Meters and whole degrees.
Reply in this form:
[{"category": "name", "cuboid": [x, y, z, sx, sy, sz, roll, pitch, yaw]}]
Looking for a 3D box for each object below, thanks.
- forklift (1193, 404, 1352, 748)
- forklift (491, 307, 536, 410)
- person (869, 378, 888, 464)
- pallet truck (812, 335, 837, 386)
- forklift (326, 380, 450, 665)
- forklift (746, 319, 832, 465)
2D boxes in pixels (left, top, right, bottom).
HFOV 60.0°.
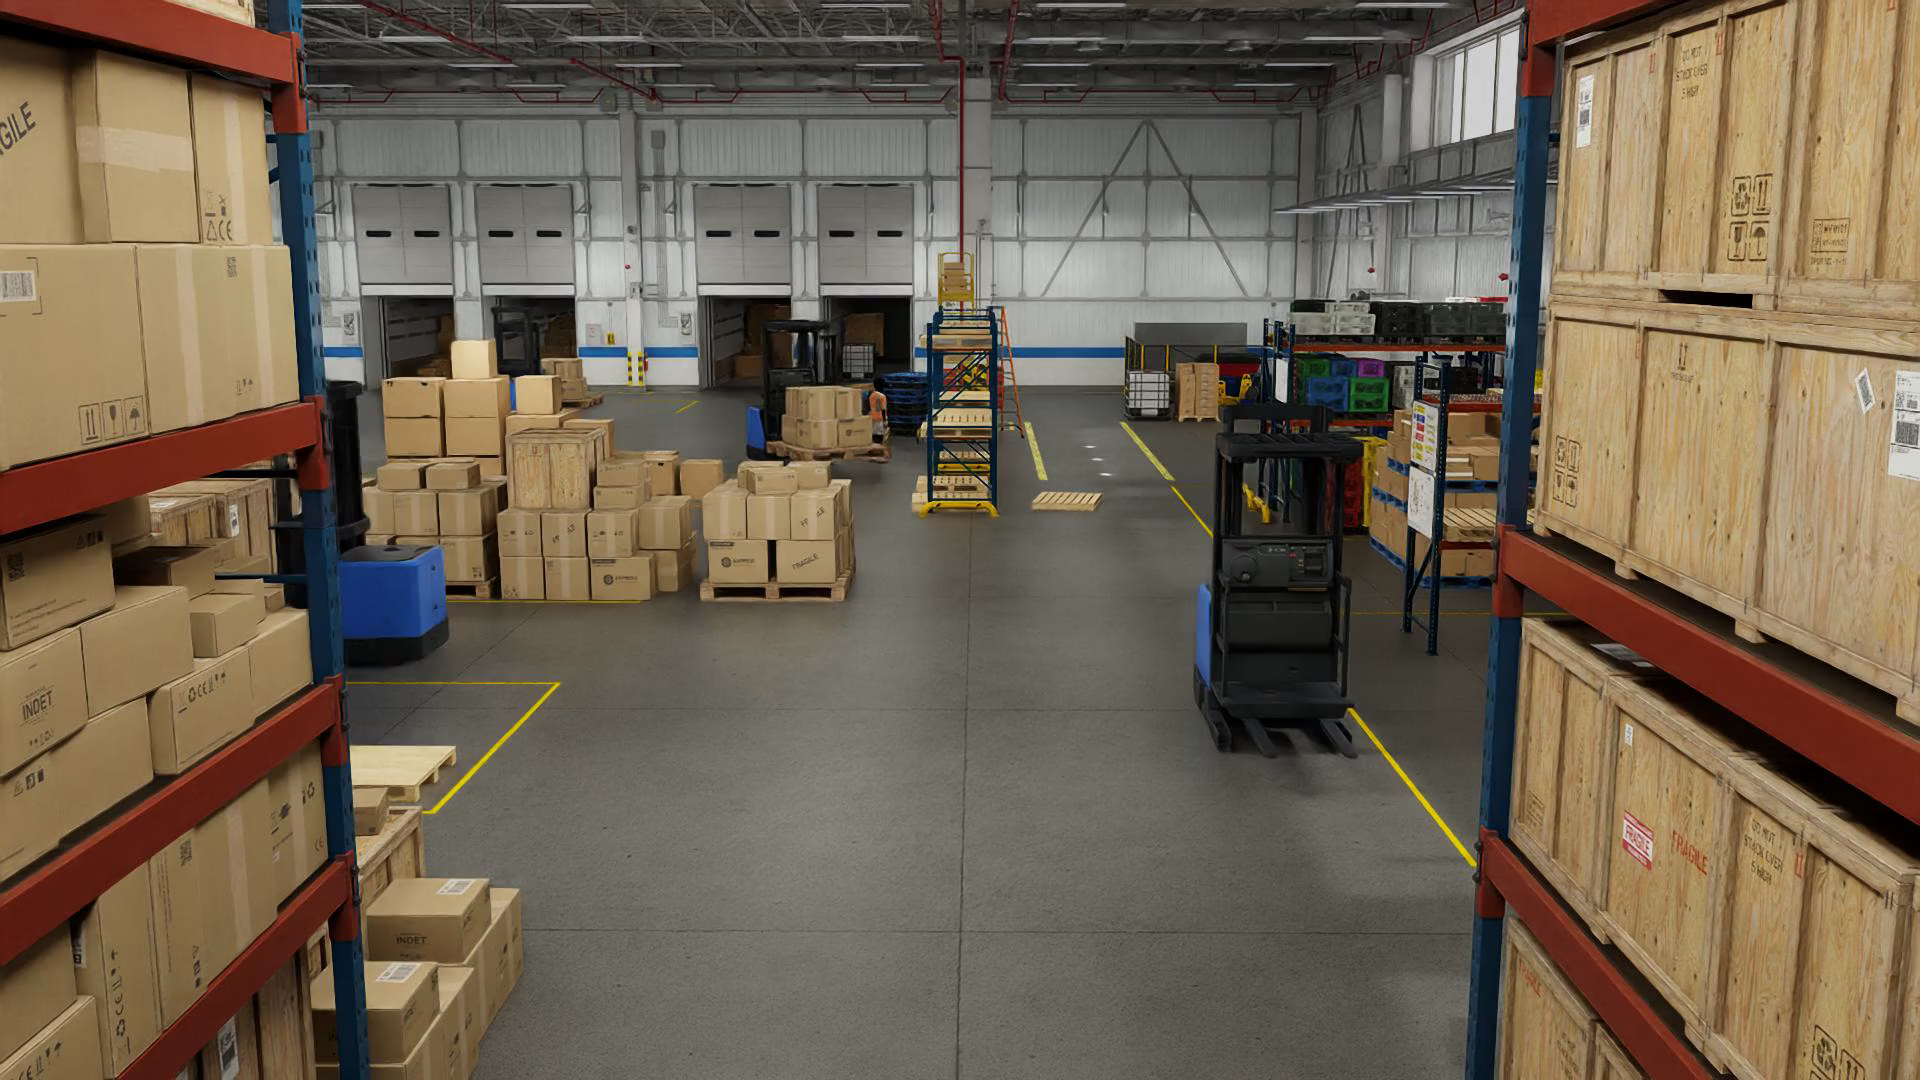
[{"category": "forklift", "cuboid": [2.696, 0.214, 14.468, 1.129, 2.768, 1.873, 0, 10, 1]}, {"category": "forklift", "cuboid": [-10.749, -4.230, 40.109, 1.129, 2.768, 1.873, 0, 10, 1]}, {"category": "person", "cuboid": [-1.603, -2.341, 32.650, 0.321, 1.689, 0.530, -6, 11, -29]}, {"category": "pallet truck", "cuboid": [-3.021, -4.312, 43.126, 1.885, 1.965, 0.823, 3, 10, 17]}, {"category": "forklift", "cuboid": [-6.312, -0.202, 16.865, 1.873, 2.768, 1.129, 0, 10, 0]}, {"category": "forklift", "cuboid": [-3.403, -2.904, 32.456, 1.129, 2.768, 1.873, -5, 11, -27]}]
